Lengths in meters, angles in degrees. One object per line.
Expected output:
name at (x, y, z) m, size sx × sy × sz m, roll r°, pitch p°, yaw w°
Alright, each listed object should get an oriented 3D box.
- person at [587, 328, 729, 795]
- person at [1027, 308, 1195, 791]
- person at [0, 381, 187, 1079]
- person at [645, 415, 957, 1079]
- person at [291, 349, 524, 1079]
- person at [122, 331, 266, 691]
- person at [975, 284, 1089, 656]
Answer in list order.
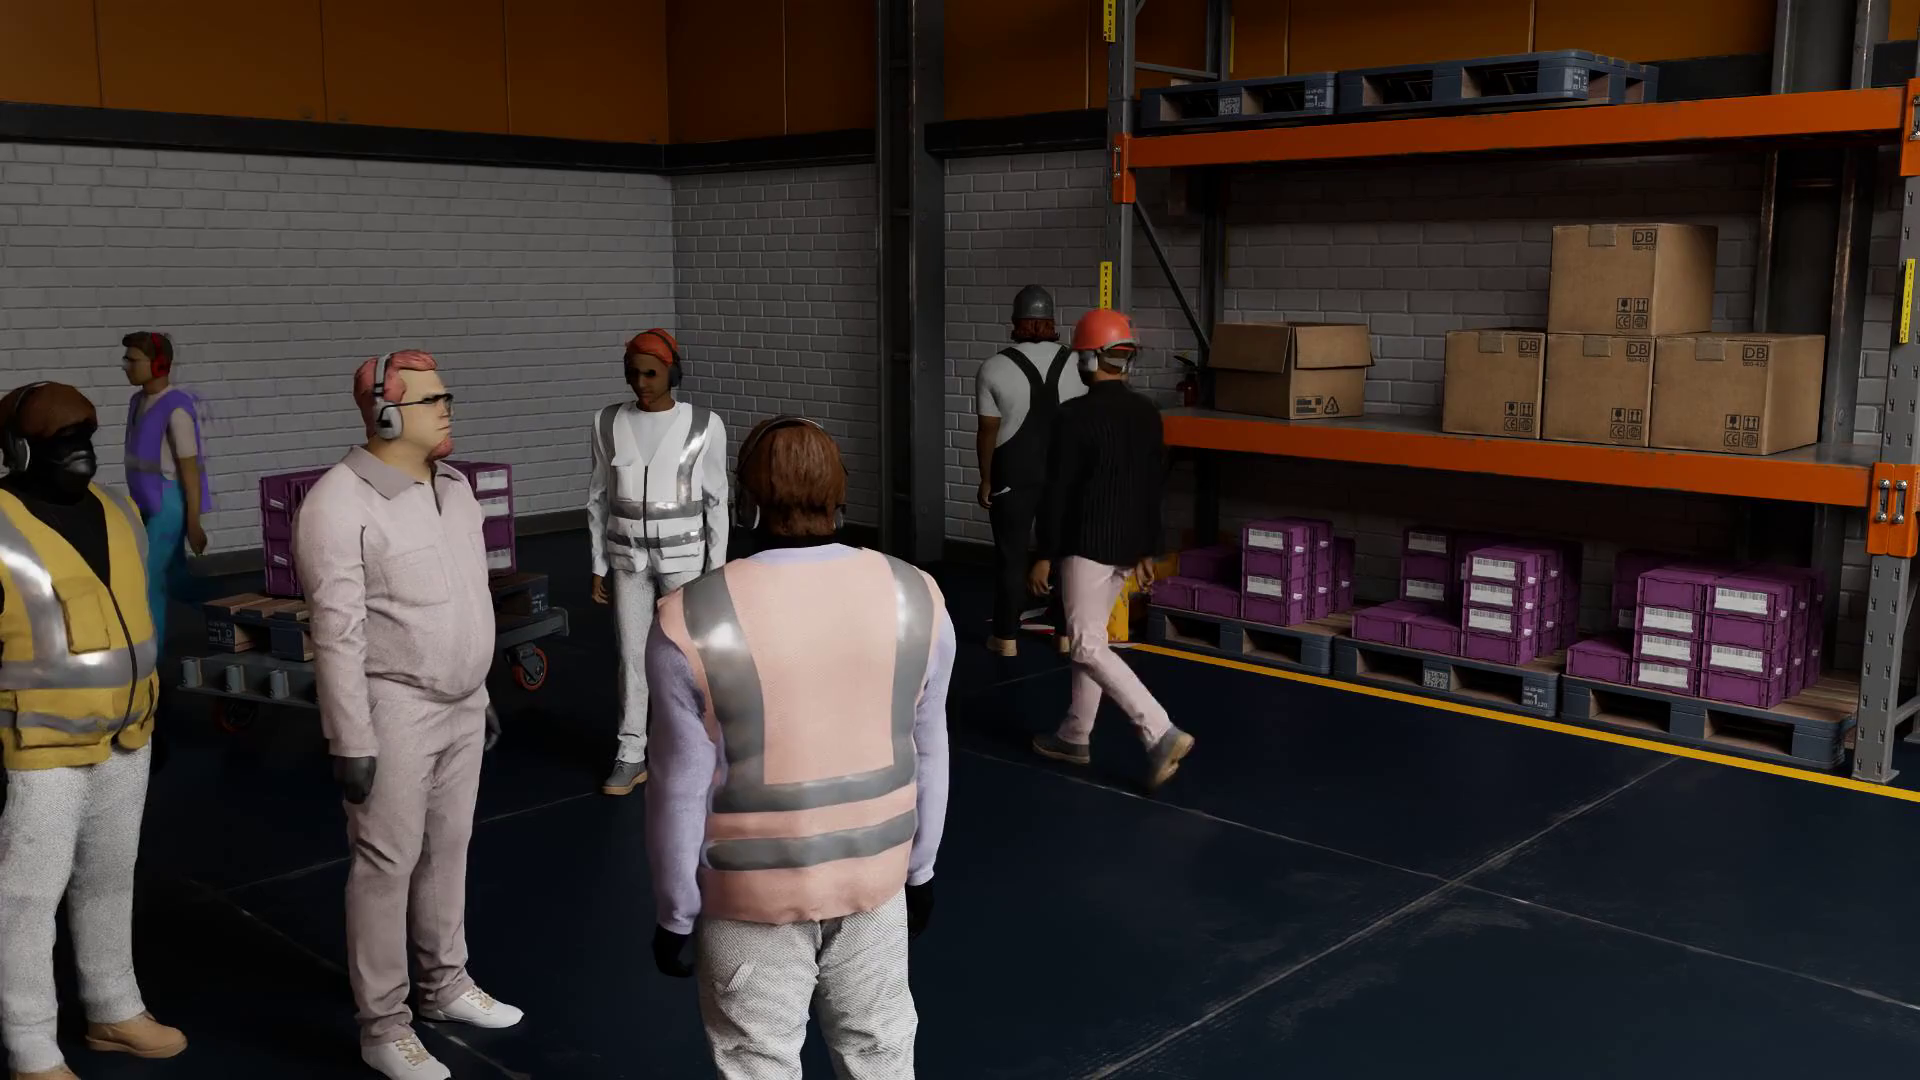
person at (-1.215, 0.098, 6.684) m, size 0.574 × 1.887 × 0.355 m, roll 1°, pitch 9°, yaw 6°
person at (0.627, 0.037, 6.838) m, size 0.883 × 1.967 × 0.615 m, roll 9°, pitch 13°, yaw 43°
person at (-2.279, 0.515, 4.264) m, size 0.429 × 1.841 × 0.633 m, roll 3°, pitch 10°, yaw 16°
person at (-0.322, 0.676, 3.281) m, size 0.622 × 1.844 × 0.429 m, roll -5°, pitch 10°, yaw -26°
person at (-1.431, 0.456, 4.412) m, size 0.409 × 1.913 × 0.648 m, roll 3°, pitch 10°, yaw 16°
person at (-3.951, -0.146, 8.397) m, size 0.838 × 1.824 × 0.575 m, roll -8°, pitch 12°, yaw -40°
person at (0.386, -0.384, 9.165) m, size 0.684 × 2.000 × 0.538 m, roll -2°, pitch 10°, yaw -14°
